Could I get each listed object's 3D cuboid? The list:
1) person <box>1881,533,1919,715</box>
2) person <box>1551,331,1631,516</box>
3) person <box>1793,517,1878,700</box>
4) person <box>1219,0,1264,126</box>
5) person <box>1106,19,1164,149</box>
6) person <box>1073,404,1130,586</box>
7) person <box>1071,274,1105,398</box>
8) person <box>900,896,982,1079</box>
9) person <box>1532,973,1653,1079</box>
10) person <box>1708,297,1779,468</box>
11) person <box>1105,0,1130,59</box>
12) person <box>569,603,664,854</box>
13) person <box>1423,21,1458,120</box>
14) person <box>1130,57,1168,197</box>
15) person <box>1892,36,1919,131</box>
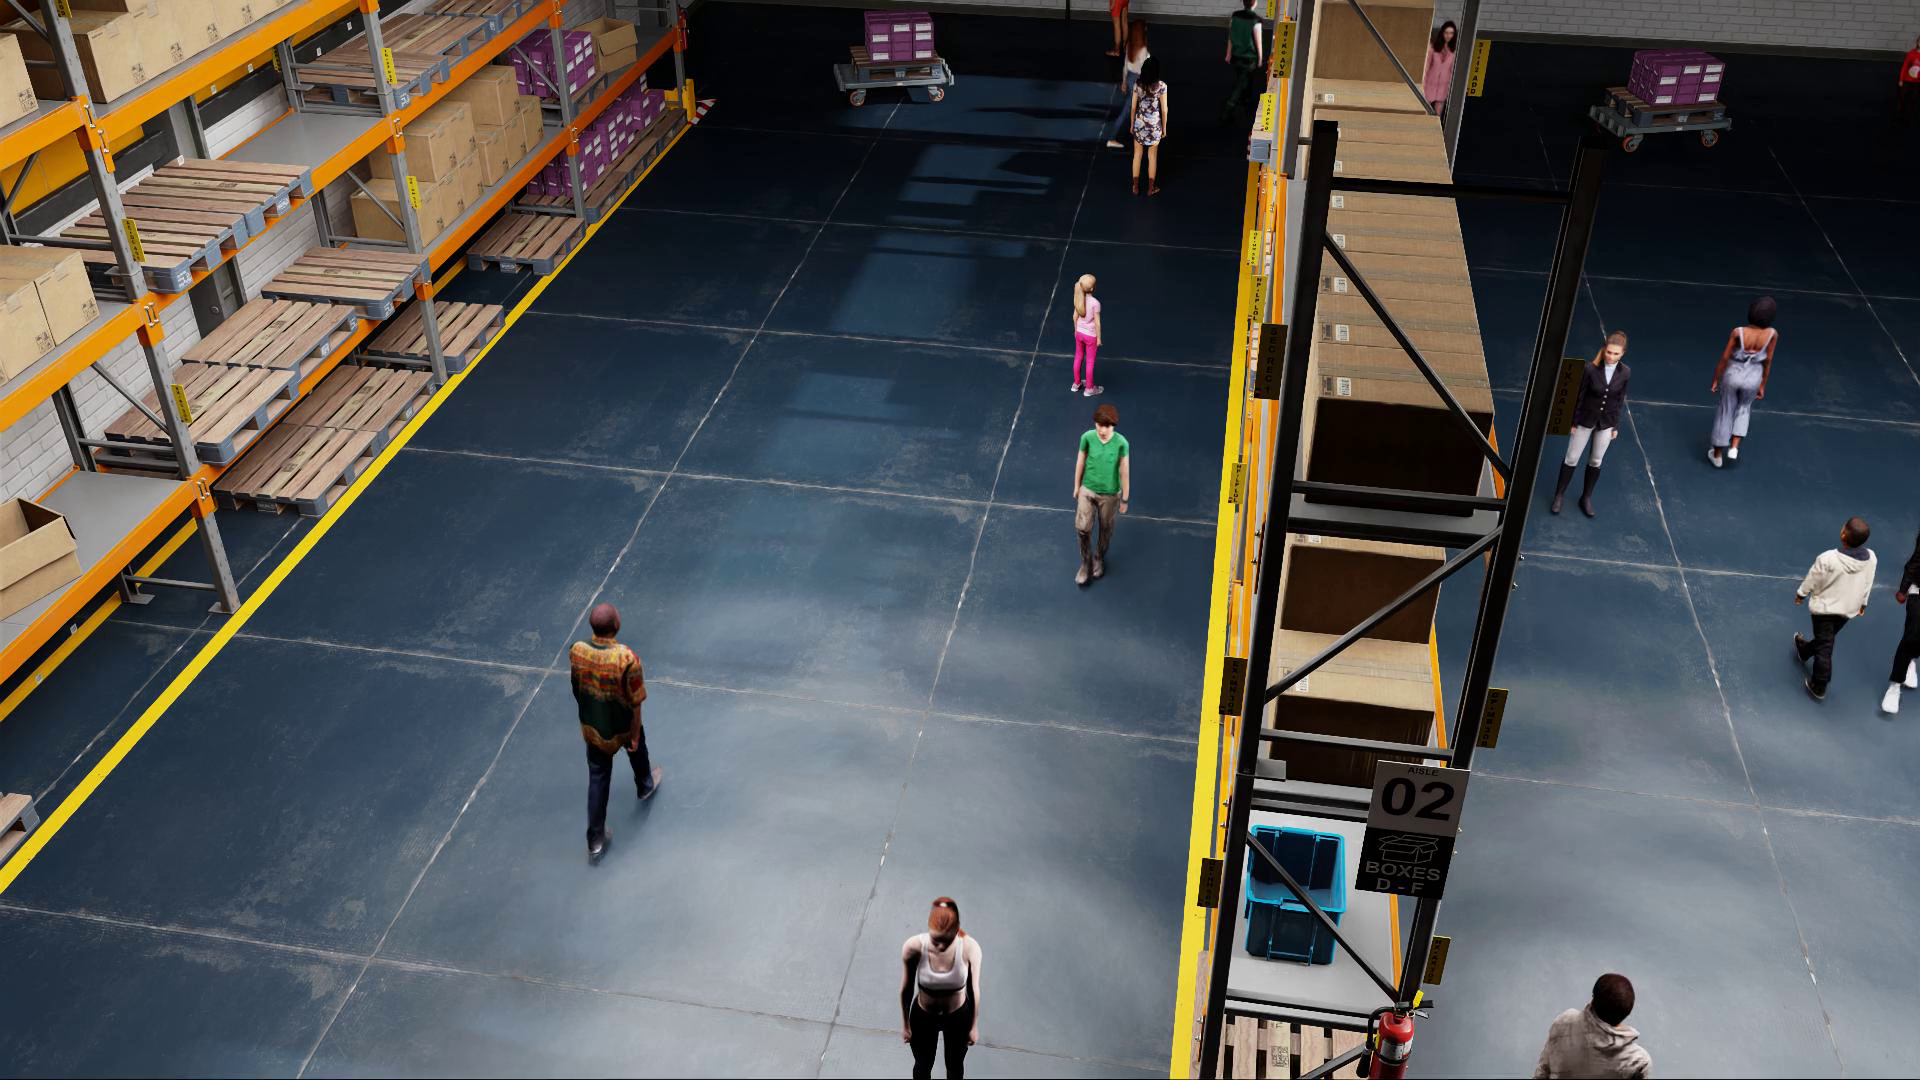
[{"bbox_3d":[7.255,0.358,12.359,0.800,1.782,1.065,8,34,12],"label":"person"},{"bbox_3d":[5.511,-1.009,14.456,0.554,1.738,0.519,6,34,8],"label":"person"},{"bbox_3d":[6.563,0.536,12.412,0.722,1.427,0.958,0,34,0],"label":"person"},{"bbox_3d":[3.852,-6.564,22.754,1.249,1.803,1.104,-27,42,-35],"label":"person"},{"bbox_3d":[2.242,-5.997,22.007,1.050,1.686,1.146,-12,36,-18],"label":"person"},{"bbox_3d":[1.171,-0.447,13.696,0.645,1.642,0.682,8,34,12],"label":"person"},{"bbox_3d":[1.252,-2.037,16.424,0.580,1.271,0.630,28,43,35],"label":"person"},{"bbox_3d":[-0.105,2.588,9.031,0.623,1.752,0.581,0,34,0],"label":"person"},{"bbox_3d":[3.073,2.977,8.376,0.936,1.830,1.076,25,41,33],"label":"person"},{"bbox_3d":[7.093,-1.374,15.056,0.590,1.681,0.677,6,34,9],"label":"person"},{"bbox_3d":[2.443,-8.257,25.377,0.721,1.719,0.597,22,40,30],"label":"person"},{"bbox_3d":[-2.356,1.265,11.013,0.704,1.763,1.170,7,34,11],"label":"person"},{"bbox_3d":[6.248,-5.954,21.881,0.641,1.753,1.119,7,34,10],"label":"person"},{"bbox_3d":[2.327,-5.140,20.675,0.626,1.733,0.535,9,35,14],"label":"person"},{"bbox_3d":[13.096,-6.335,22.893,0.551,1.267,0.638,10,35,15],"label":"person"}]
